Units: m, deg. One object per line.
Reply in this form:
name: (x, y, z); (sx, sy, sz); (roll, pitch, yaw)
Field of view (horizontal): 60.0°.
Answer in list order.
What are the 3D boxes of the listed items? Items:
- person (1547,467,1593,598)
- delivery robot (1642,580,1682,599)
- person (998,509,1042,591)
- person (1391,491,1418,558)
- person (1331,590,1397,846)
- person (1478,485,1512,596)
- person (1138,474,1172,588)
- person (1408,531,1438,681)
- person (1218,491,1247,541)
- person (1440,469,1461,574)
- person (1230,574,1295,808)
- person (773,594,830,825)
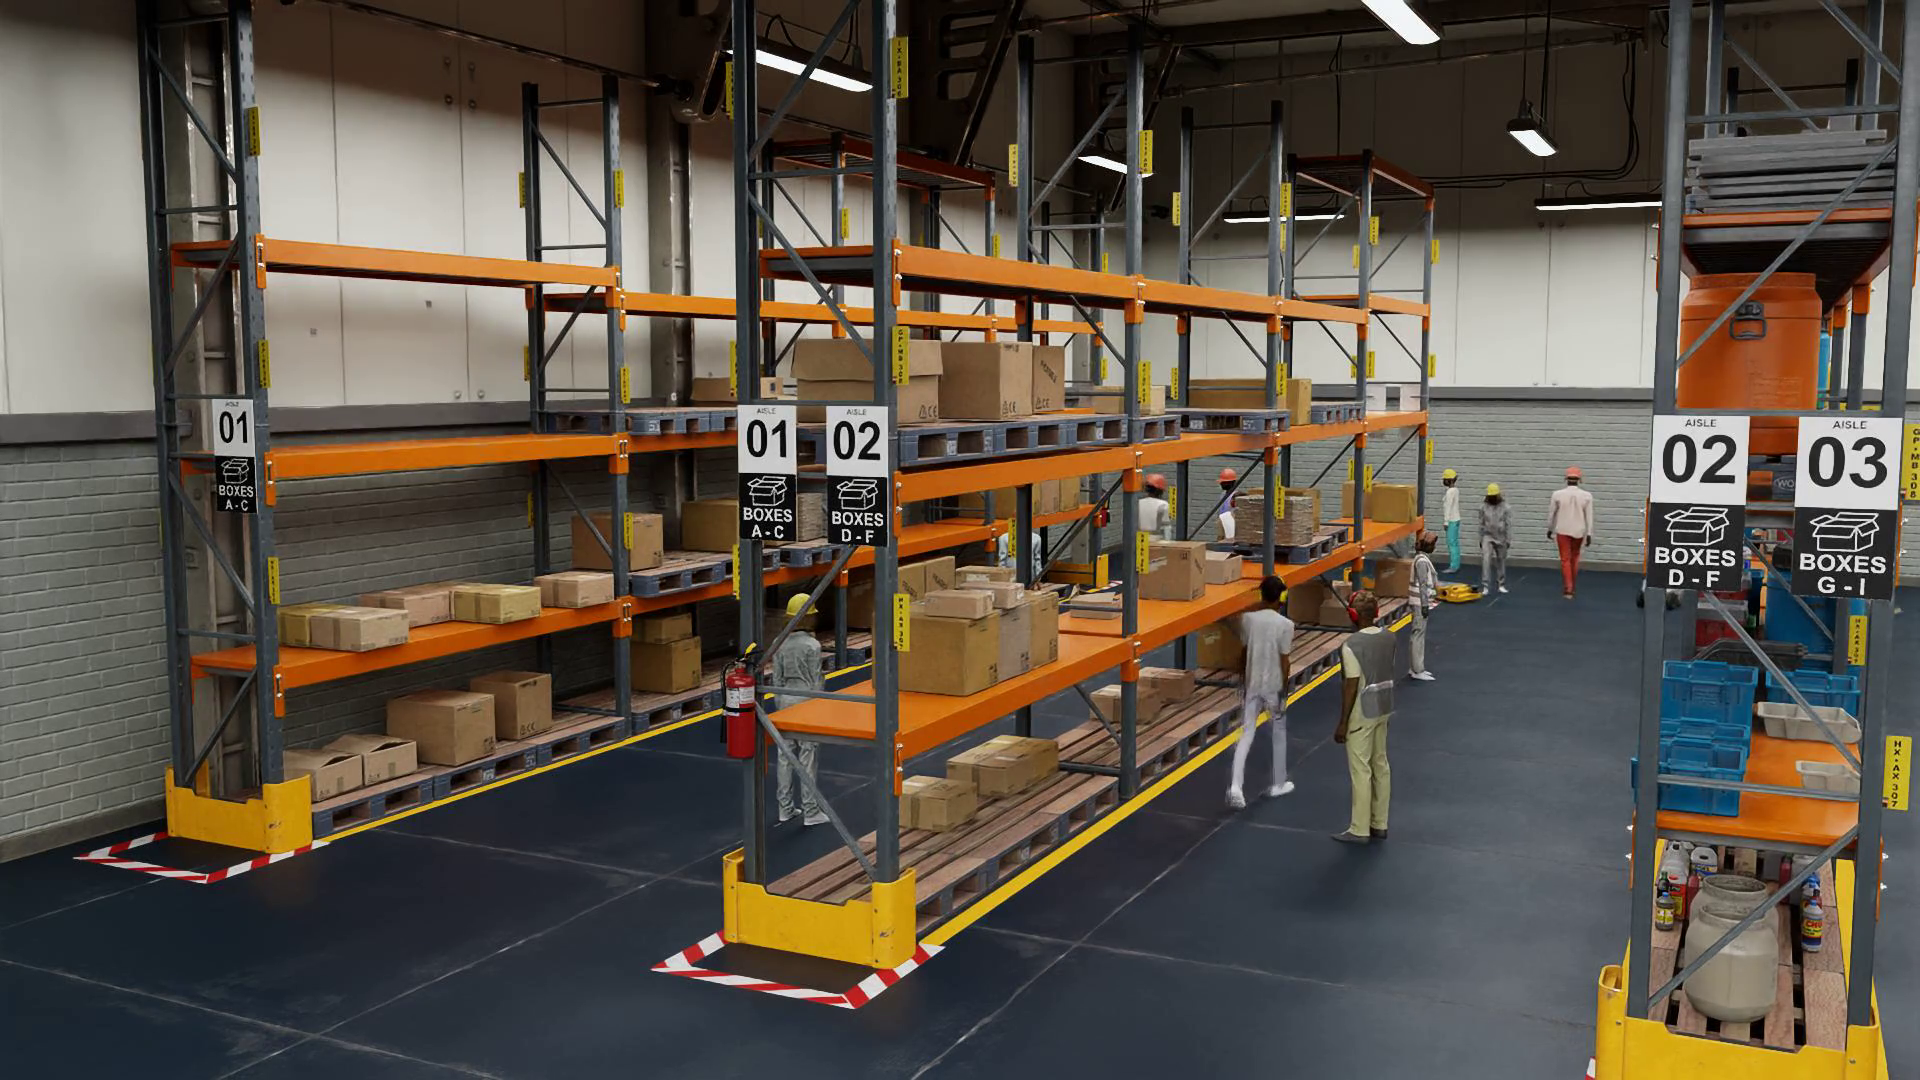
person: (9.179, -0.124, 25.093); (0.614, 1.948, 0.914); (1, 6, 6)
delivery robot: (10.068, 0.654, 23.831); (0.477, 0.478, 0.707); (5, 8, 43)
person: (0.737, 0.471, 20.292); (0.563, 1.752, 0.328); (-2, 6, -17)
person: (6.728, 0.036, 25.183); (0.422, 1.603, 0.560); (5, 8, 41)
person: (2.934, 1.282, 12.000); (0.563, 1.838, 0.388); (-5, 8, -41)
person: (8.133, -0.006, 25.275); (0.492, 1.687, 0.632); (2, 6, 22)
person: (2.618, 0.108, 22.590); (0.673, 2.002, 0.700); (4, 7, 34)
person: (5.111, 0.723, 18.388); (0.311, 1.639, 0.513); (1, 6, 12)
person: (3.636, 0.270, 21.790); (0.565, 1.847, 0.396); (-1, 6, -13)
person: (8.219, -0.312, 27.918); (0.345, 1.759, 0.519); (3, 7, 27)
person: (2.361, 1.179, 13.084); (0.527, 1.833, 0.942); (4, 7, 36)
person: (-1.195, 1.271, 12.562); (0.484, 1.744, 0.296); (4, 7, 36)
